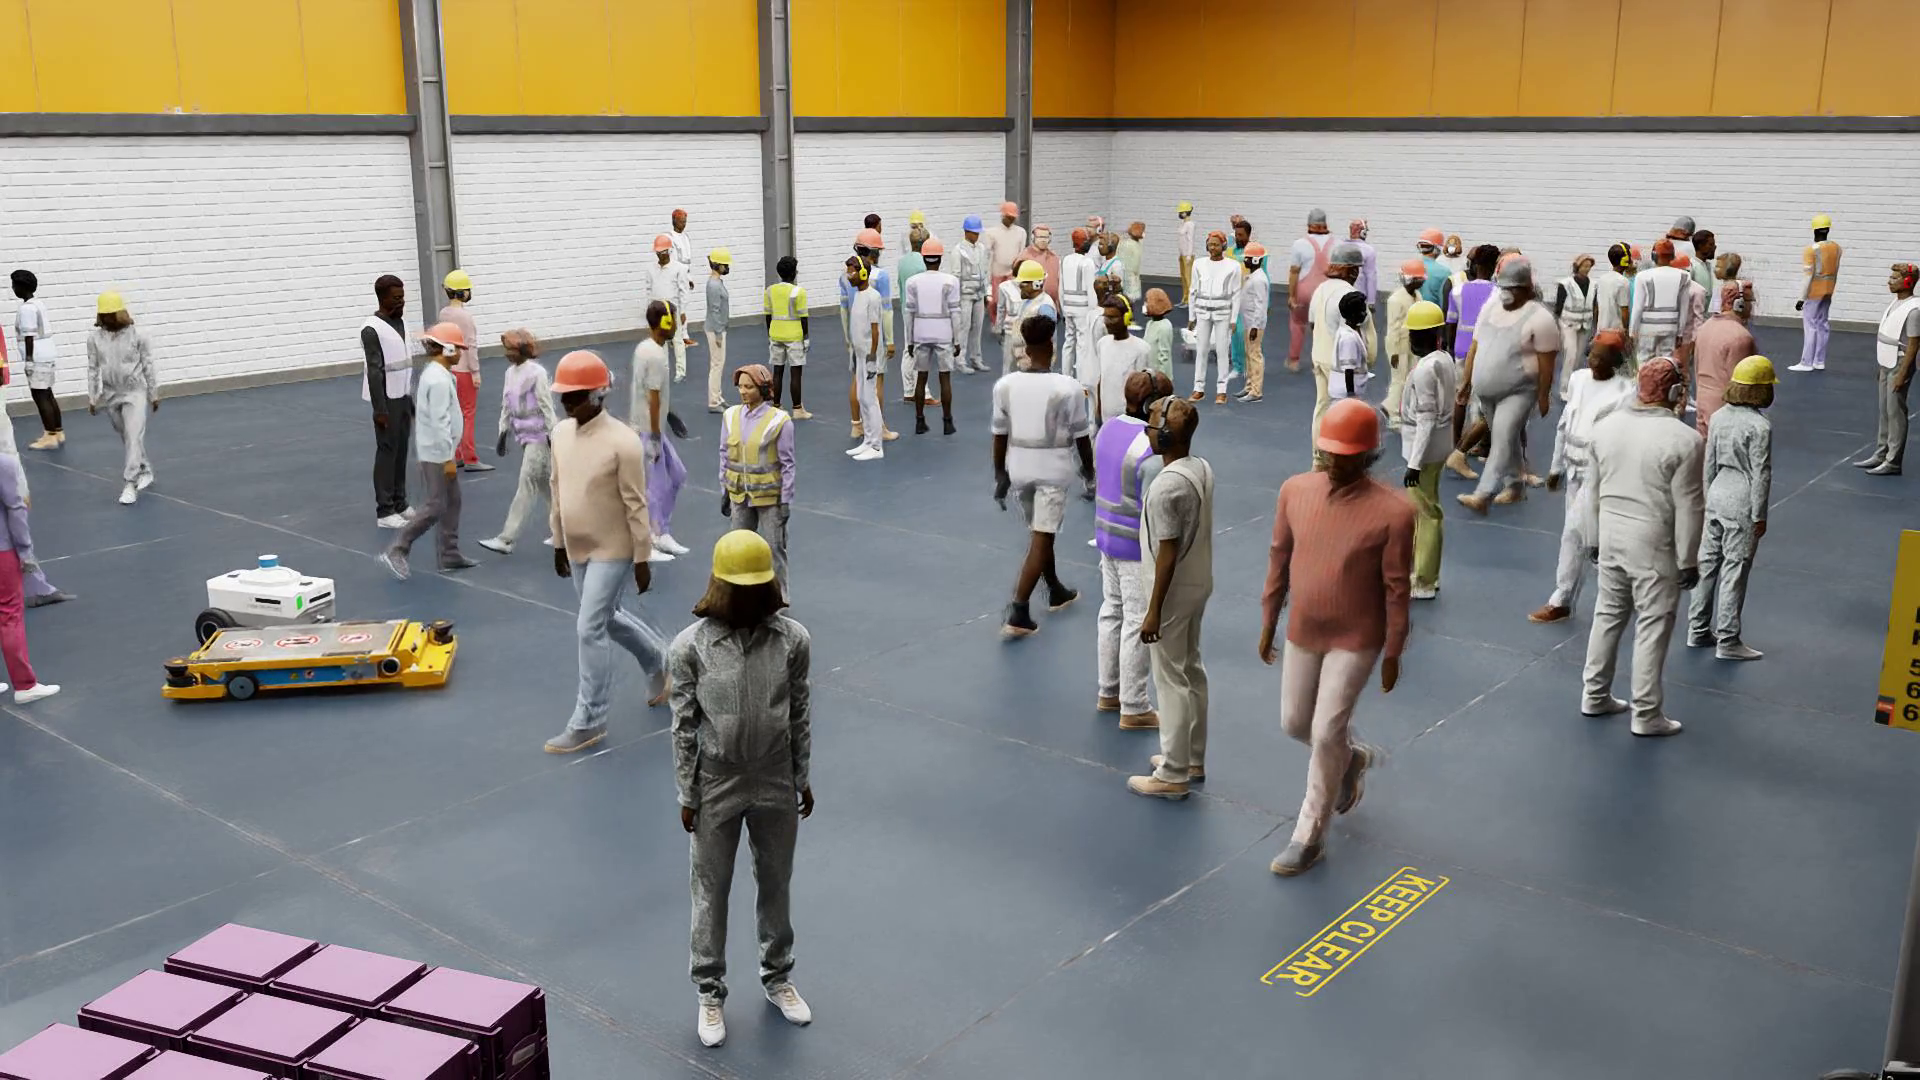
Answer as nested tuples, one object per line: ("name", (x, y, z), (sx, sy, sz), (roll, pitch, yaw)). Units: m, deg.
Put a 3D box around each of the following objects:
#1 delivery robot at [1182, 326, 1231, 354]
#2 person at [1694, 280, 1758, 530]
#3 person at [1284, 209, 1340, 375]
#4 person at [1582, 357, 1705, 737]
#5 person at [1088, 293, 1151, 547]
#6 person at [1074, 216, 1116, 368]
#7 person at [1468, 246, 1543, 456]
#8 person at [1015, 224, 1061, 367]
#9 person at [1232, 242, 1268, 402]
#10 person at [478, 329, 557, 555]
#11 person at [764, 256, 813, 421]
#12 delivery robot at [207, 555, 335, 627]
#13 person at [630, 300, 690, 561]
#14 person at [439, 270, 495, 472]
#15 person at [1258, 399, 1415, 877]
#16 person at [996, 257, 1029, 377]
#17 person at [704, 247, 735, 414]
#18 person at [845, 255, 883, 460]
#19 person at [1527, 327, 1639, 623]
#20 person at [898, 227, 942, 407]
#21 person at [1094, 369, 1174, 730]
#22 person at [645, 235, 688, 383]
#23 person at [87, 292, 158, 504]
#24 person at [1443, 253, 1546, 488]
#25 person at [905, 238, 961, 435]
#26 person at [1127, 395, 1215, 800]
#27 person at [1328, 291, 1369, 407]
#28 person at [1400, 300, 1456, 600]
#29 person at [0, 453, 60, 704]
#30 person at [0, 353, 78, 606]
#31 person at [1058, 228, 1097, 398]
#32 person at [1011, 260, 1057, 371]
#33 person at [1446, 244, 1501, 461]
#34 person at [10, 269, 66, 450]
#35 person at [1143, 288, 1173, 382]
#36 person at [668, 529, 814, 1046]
("delivery robot", (3.219, -2.608, 21.419), (0.707, 0.478, 0.477), (0, 14, 1))
("person", (5.646, -0.955, 12.263), (0.410, 1.909, 0.642), (-1, 14, -3))
("person", (4.306, -3.058, 20.395), (0.712, 2.000, 0.890), (-2, 14, -7))
("person", (3.442, 0.027, 8.368), (0.400, 1.899, 0.648), (-7, 16, -26))
("person", (1.137, -0.827, 11.852), (0.333, 1.859, 0.518), (-12, 18, -39))
("person", (1.647, -3.042, 20.591), (0.409, 1.913, 0.648), (-6, 15, -23))
("person", (4.968, -1.716, 15.237), (0.631, 1.940, 0.372), (6, 15, 22))
("person", (0.914, -2.636, 18.986), (0.639, 1.906, 0.409), (-12, 18, -40))
("person", (3.219, -2.405, 18.369), (0.326, 1.751, 0.559), (0, 14, 0))
("person", (-3.125, -0.696, 11.848), (0.834, 1.595, 0.520), (-11, 18, -37))
("person", (-1.773, -2.081, 17.182), (0.541, 1.697, 0.316), (8, 16, 30))
("delivery robot", (-4.004, 0.330, 9.678), (0.707, 0.478, 0.477), (5, 15, 19))
("person", (-2.134, -0.764, 11.685), (0.530, 1.829, 0.534), (-4, 15, -16))
("person", (-4.378, -1.484, 14.661), (0.316, 1.769, 0.524), (-13, 19, -42))
("person", (1.566, 0.367, 6.874), (0.642, 1.961, 0.760), (12, 19, 40))
("person", (0.636, -2.229, 17.909), (0.517, 1.632, 0.314), (-3, 14, -11))
("person", (-2.536, -2.209, 17.590), (0.340, 1.752, 0.529), (-1, 14, -6))
("person", (-0.883, -1.663, 15.206), (0.350, 1.856, 0.521), (-6, 15, -24))
("person", (3.929, -0.396, 10.159), (0.776, 1.850, 0.596), (-3, 14, -13))
("person", (-0.442, -2.408, 18.003), (0.372, 1.940, 0.627), (-8, 16, -28))
("person", (0.908, 0.046, 8.425), (0.431, 1.836, 0.619), (-6, 15, -22))
("person", (-3.483, -2.736, 19.705), (0.565, 1.744, 0.351), (6, 15, 21))
("person", (-6.866, -1.192, 13.647), (0.494, 1.692, 0.911), (-1, 14, -4))
("person", (4.562, -1.438, 14.060), (0.837, 1.987, 0.687), (13, 19, 41))
("person", (-0.264, -2.001, 16.404), (0.548, 1.929, 0.389), (3, 14, 12))
("person", (0.967, 0.262, 7.521), (0.332, 1.844, 0.508), (8, 16, 29))
("person", (3.176, -1.189, 13.623), (0.315, 1.696, 0.540), (2, 14, 8))
("person", (2.965, -0.570, 10.687), (0.381, 1.923, 0.591), (7, 16, 26))
("person", (-5.112, 0.062, 8.755), (0.501, 1.632, 0.286), (3, 14, 11))
("person", (-5.965, -0.345, 10.215), (0.529, 1.734, 0.850), (12, 18, 39))
("person", (1.338, -2.532, 18.608), (0.345, 1.883, 0.584), (-10, 17, -34))
("person", (0.667, -1.614, 15.074), (0.403, 1.823, 0.594), (-4, 15, -15))
("person", (4.714, -1.699, 15.114), (0.602, 1.967, 0.370), (12, 18, 40))
("person", (-8.711, -1.708, 15.720), (0.320, 1.683, 0.541), (-4, 15, -15))
("person", (1.714, -1.384, 14.550), (0.275, 1.626, 0.503), (-3, 14, -12))
("person", (-0.710, 0.813, 5.530), (0.486, 1.745, 0.295), (-7, 15, -24))
